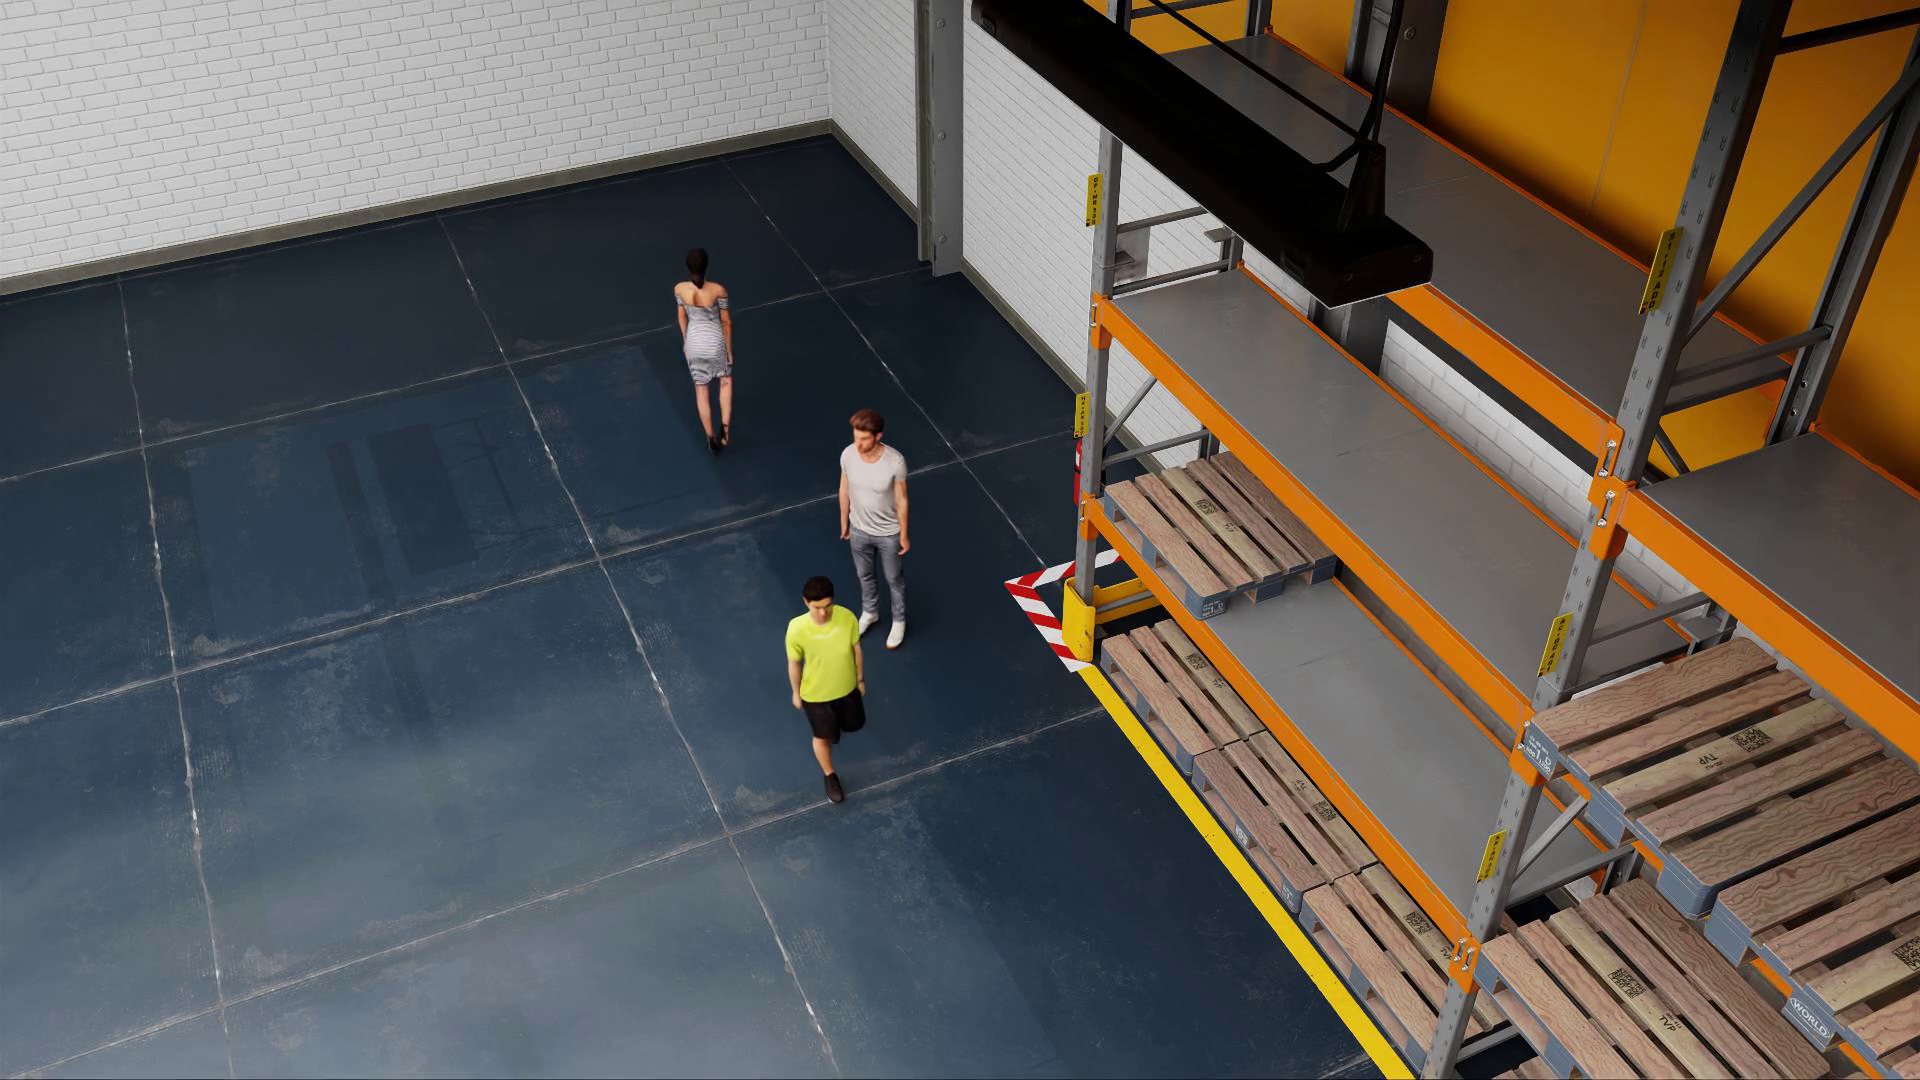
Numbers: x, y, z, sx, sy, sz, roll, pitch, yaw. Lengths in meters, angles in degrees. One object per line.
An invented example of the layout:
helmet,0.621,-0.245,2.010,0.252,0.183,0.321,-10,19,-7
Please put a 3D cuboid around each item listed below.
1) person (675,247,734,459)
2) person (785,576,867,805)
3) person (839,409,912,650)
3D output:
person,-1.991,-1.410,12.979,0.698,1.812,0.727,2,39,2
person,-0.836,0.836,10.261,0.614,1.694,0.839,-16,41,-19
person,-0.560,-0.102,11.279,0.742,1.889,0.801,13,40,16
